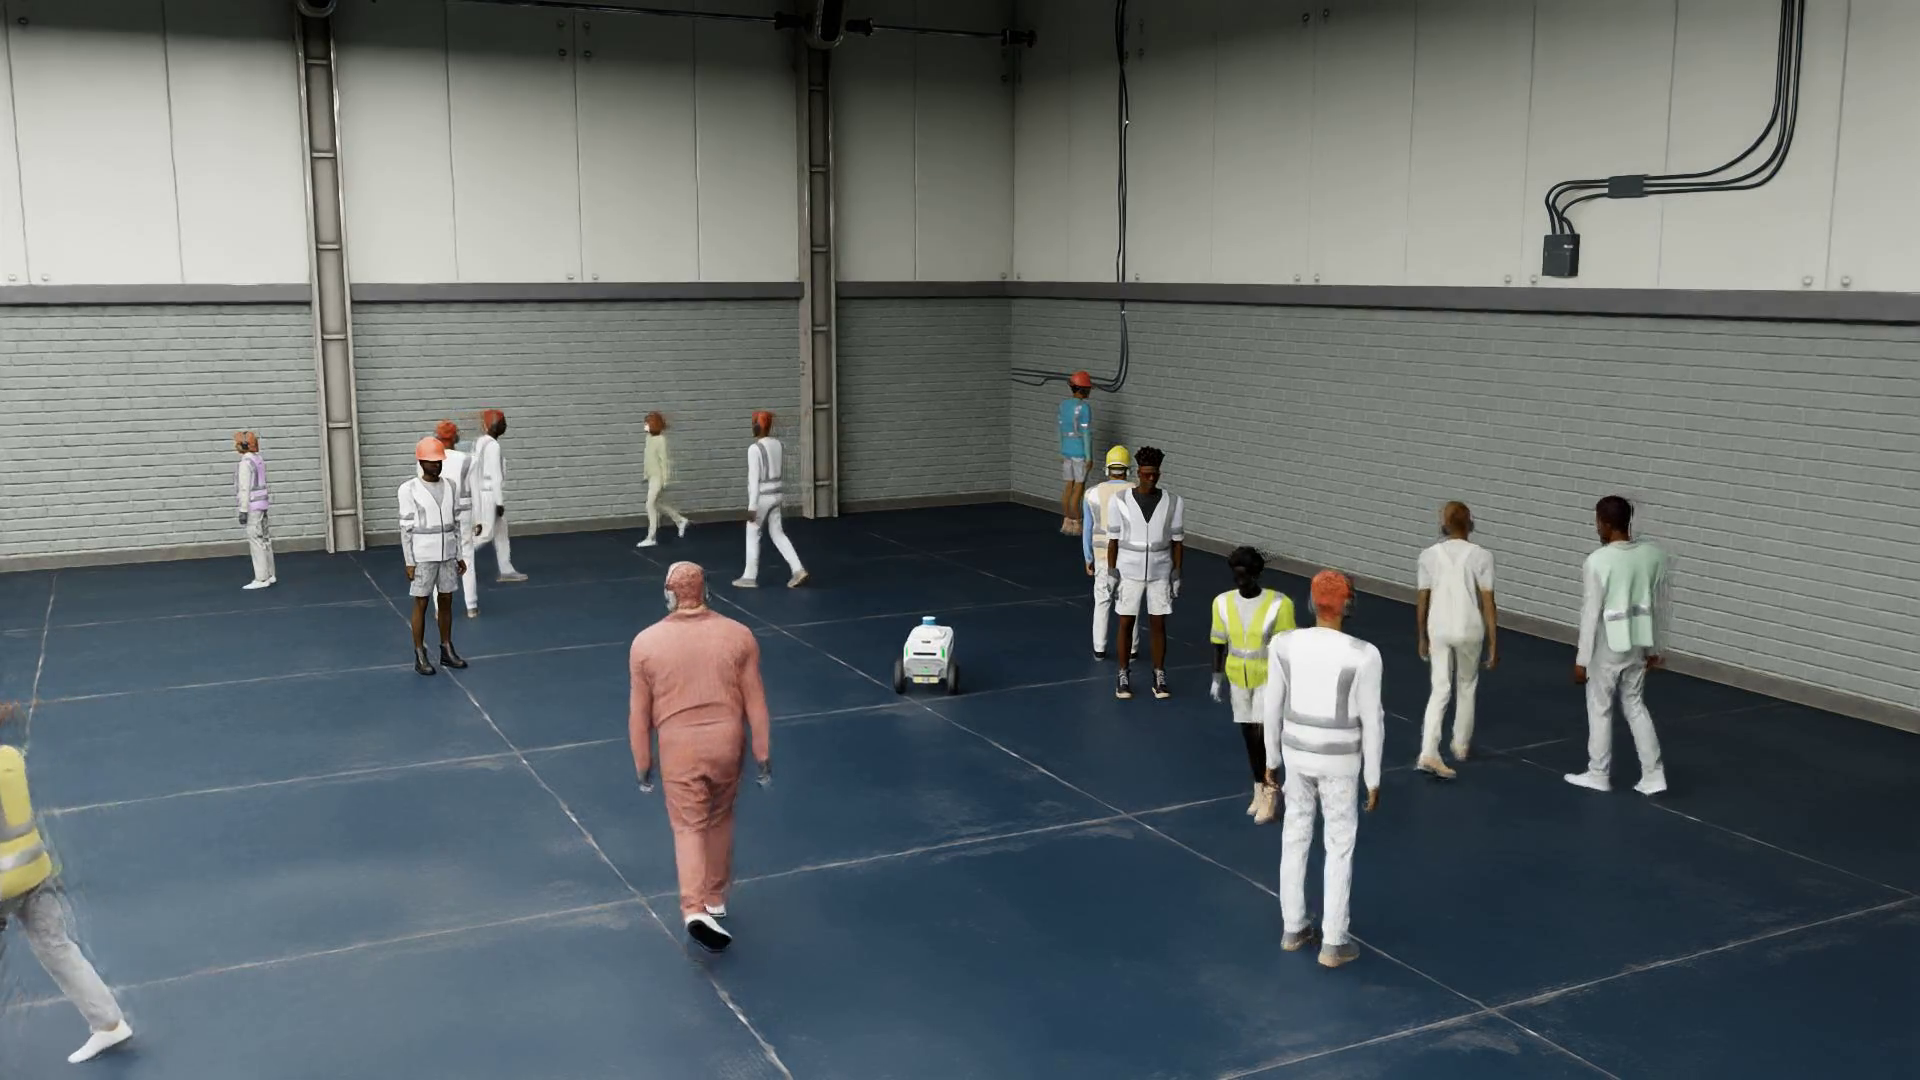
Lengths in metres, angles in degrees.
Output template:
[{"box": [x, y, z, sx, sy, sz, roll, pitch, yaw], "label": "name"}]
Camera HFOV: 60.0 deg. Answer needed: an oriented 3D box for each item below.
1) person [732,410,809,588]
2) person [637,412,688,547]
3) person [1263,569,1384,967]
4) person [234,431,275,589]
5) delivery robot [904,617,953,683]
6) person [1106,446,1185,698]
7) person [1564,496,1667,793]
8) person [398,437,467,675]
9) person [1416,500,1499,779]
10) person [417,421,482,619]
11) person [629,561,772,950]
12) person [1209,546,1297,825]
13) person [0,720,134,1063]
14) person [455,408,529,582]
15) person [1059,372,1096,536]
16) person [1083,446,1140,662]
[{"box": [-1.972, -0.406, 17.131, 0.718, 1.883, 0.598, 5, 11, 29], "label": "person"}, {"box": [-3.585, -0.740, 19.901, 0.631, 1.610, 0.506, -5, 11, -29], "label": "person"}, {"box": [1.727, 1.073, 7.933, 0.589, 1.888, 0.369, 6, 11, 35], "label": "person"}, {"box": [-7.310, -0.315, 17.210, 0.311, 1.638, 0.523, -1, 9, -6], "label": "person"}, {"box": [-0.244, 0.847, 13.086, 0.477, 0.478, 0.707, 1, 9, 4], "label": "delivery robot"}, {"box": [1.423, 0.247, 12.773, 0.603, 1.958, 0.375, 0, 9, 0], "label": "person"}, {"box": [4.120, 0.679, 10.378, 0.654, 1.895, 0.572, -4, 10, -24], "label": "person"}, {"box": [-4.289, 0.122, 13.593, 0.359, 1.939, 0.542, 8, 12, 41], "label": "person"}, {"box": [3.241, 0.647, 10.868, 0.558, 1.789, 0.920, 4, 10, 25], "label": "person"}, {"box": [-4.810, -0.185, 15.707, 0.577, 1.871, 0.342, -2, 9, -10], "label": "person"}, {"box": [-1.267, 1.046, 8.157, 0.674, 1.868, 0.837, -3, 10, -20], "label": "person"}, {"box": [1.738, 0.853, 9.904, 0.551, 1.659, 0.522, 7, 12, 37], "label": "person"}, {"box": [-3.887, 1.399, 6.799, 0.874, 1.580, 0.565, 0, 9, -2], "label": "person"}, {"box": [-4.996, -0.445, 17.357, 0.833, 1.857, 0.586, -4, 10, -23], "label": "person"}, {"box": [1.395, -1.051, 20.670, 0.630, 2.051, 0.666, -5, 11, -29], "label": "person"}, {"box": [1.323, 0.120, 13.974, 0.585, 1.824, 0.404, 2, 10, 14], "label": "person"}]
